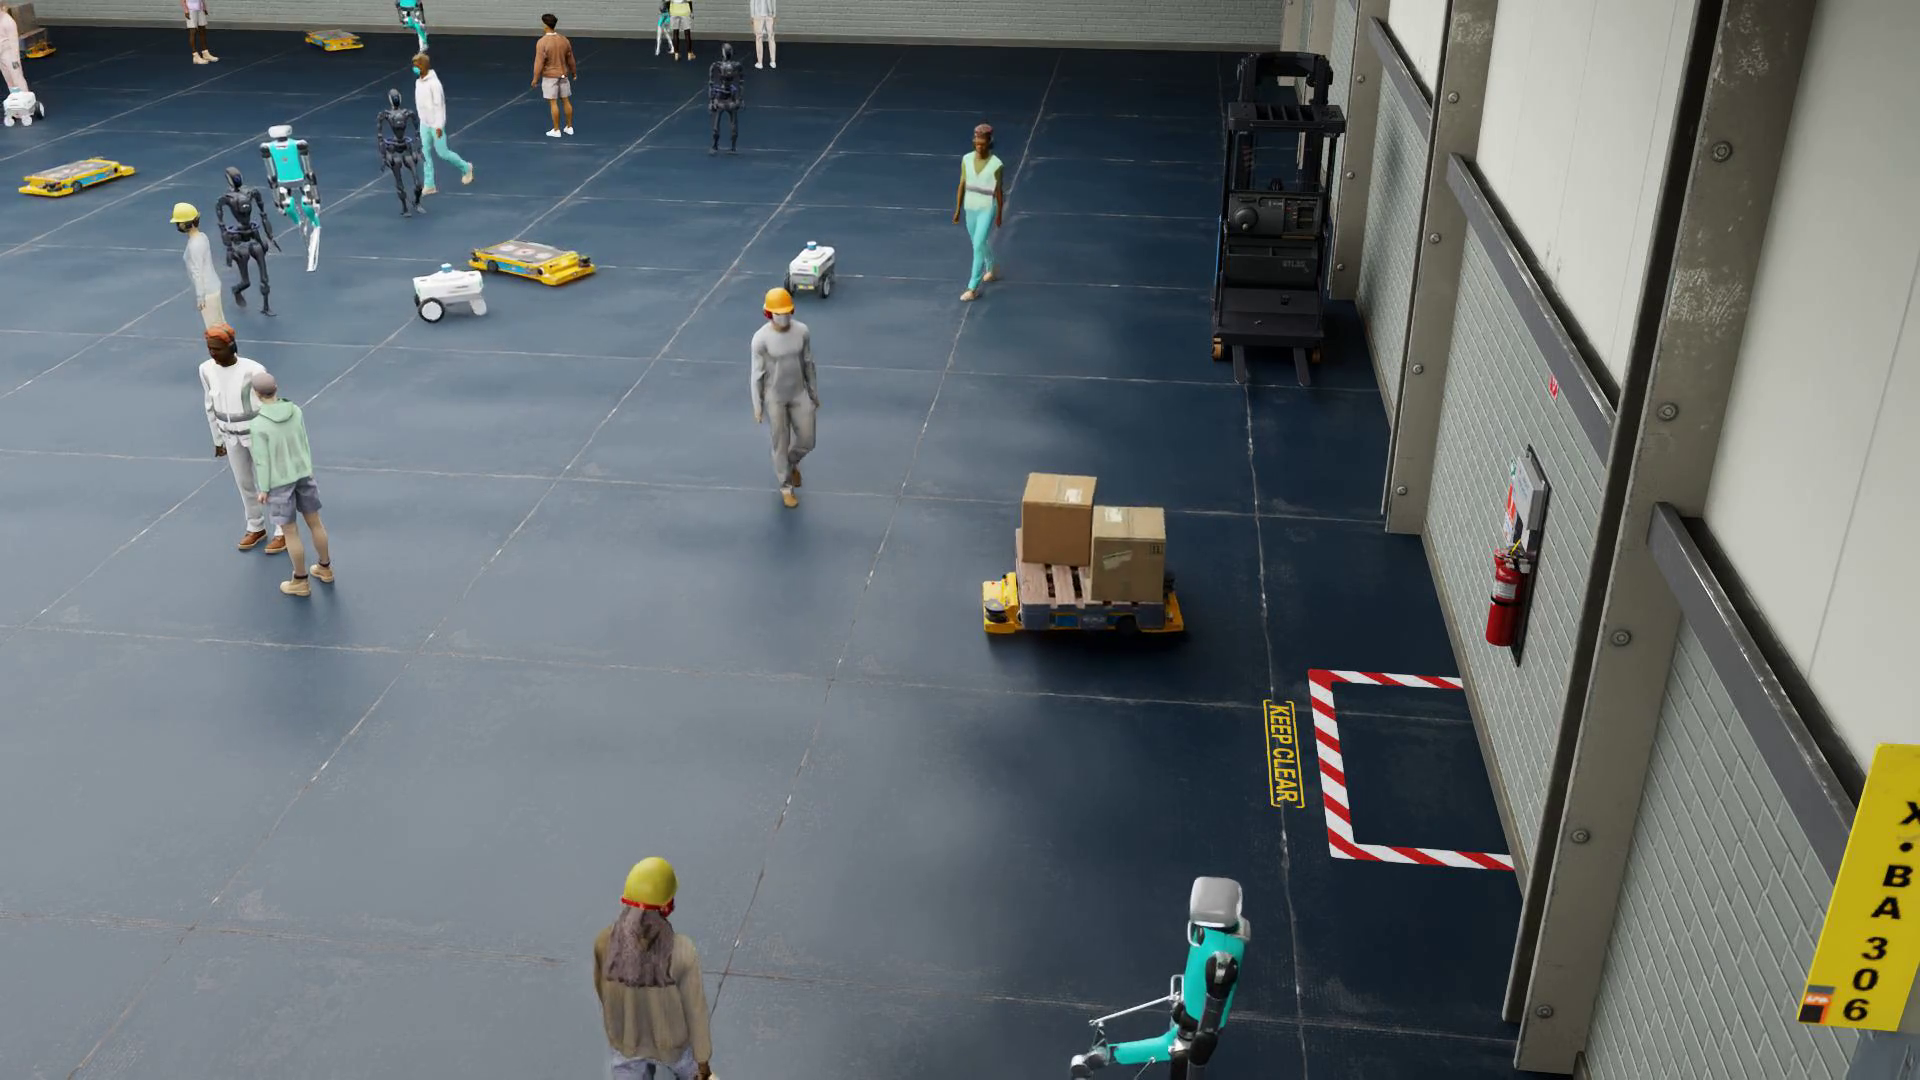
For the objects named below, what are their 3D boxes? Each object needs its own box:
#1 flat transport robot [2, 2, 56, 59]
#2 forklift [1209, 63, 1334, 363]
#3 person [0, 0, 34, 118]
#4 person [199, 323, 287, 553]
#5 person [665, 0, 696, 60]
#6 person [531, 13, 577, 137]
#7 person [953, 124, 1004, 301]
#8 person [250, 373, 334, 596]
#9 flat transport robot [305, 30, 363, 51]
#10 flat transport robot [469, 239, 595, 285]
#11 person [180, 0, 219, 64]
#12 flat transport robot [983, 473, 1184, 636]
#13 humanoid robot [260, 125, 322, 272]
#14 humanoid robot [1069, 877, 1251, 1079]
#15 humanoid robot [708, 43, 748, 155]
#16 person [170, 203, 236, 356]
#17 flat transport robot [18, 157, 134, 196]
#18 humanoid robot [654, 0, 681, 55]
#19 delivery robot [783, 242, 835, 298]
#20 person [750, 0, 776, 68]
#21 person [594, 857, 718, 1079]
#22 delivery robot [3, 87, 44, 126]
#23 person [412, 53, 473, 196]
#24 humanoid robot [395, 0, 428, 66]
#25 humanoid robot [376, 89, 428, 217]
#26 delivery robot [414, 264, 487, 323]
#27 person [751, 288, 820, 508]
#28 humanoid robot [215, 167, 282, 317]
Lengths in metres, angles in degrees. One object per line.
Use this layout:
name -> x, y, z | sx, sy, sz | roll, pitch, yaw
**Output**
flat transport robot -> -18.206, -9.381, 31.865 | 1.431, 0.231, 0.659 | -2, 27, -5
forklift -> 3.241, -3.477, 17.183 | 1.129, 2.768, 1.873 | 3, 27, 6
person -> -15.434, -7.821, 26.920 | 0.641, 1.913, 0.414 | 19, 32, 32
person -> -5.558, -0.790, 12.930 | 0.564, 1.878, 0.352 | 5, 27, 11
person -> -5.267, -9.916, 31.337 | 0.529, 1.697, 0.321 | 5, 27, 9
person -> -6.245, -7.184, 25.705 | 0.396, 1.853, 0.780 | 23, 35, 38
person -> 0.266, -3.749, 18.765 | 0.499, 1.938, 0.980 | 14, 30, 25
person -> -4.976, -0.414, 12.326 | 0.336, 1.737, 0.471 | 15, 30, 27
flat transport robot -> -12.365, -9.865, 32.833 | 0.659, 0.231, 1.431 | -19, 32, -33
flat transport robot -> -5.087, -3.301, 19.728 | 1.431, 0.231, 0.659 | 16, 31, 29
person -> -14.245, -9.928, 30.994 | 0.401, 2.035, 0.604 | 7, 27, 13
flat transport robot -> 0.893, 0.450, 12.241 | 1.431, 0.231, 0.659 | 0, 27, 0
humanoid robot -> -7.791, -4.036, 19.649 | 0.549, 1.855, 0.842 | -4, 27, -9
humanoid robot -> 0.789, 2.186, 7.187 | 1.038, 1.757, 0.541 | 3, 27, 6
humanoid robot -> -3.461, -6.511, 24.571 | 0.601, 1.647, 0.407 | -13, 30, -25
person -> -7.443, -2.450, 16.368 | 0.337, 1.756, 0.516 | -8, 28, -15
flat transport robot -> -12.370, -5.083, 23.285 | 0.659, 0.231, 1.431 | 9, 28, 17
humanoid robot -> -5.639, -10.195, 31.853 | 0.590, 1.769, 0.887 | -21, 33, -36
delivery robot -> -1.687, -3.102, 19.003 | 0.499, 0.587, 0.782 | 6, 27, 12
person -> -3.608, -9.648, 30.619 | 0.494, 1.870, 0.402 | -11, 29, -21
person -> -1.325, 2.110, 7.305 | 0.548, 1.718, 0.873 | 2, 27, 4
delivery robot -> -15.120, -6.982, 26.763 | 0.519, 0.599, 0.771 | -7, 28, -14
person -> -7.148, -5.689, 22.691 | 0.490, 1.889, 0.803 | 17, 31, 30
humanoid robot -> -10.043, -9.626, 30.725 | 0.533, 1.745, 0.967 | 6, 27, 12
humanoid robot -> -7.241, -5.020, 21.584 | 0.602, 1.645, 0.335 | -16, 31, -29
delivery robot -> -5.620, -2.730, 18.256 | 0.764, 0.582, 0.499 | -10, 28, -20
person -> -1.435, -1.183, 13.703 | 0.595, 1.876, 0.459 | -13, 30, -25
humanoid robot -> -7.774, -3.268, 18.109 | 0.540, 1.643, 0.602 | 21, 33, 36
